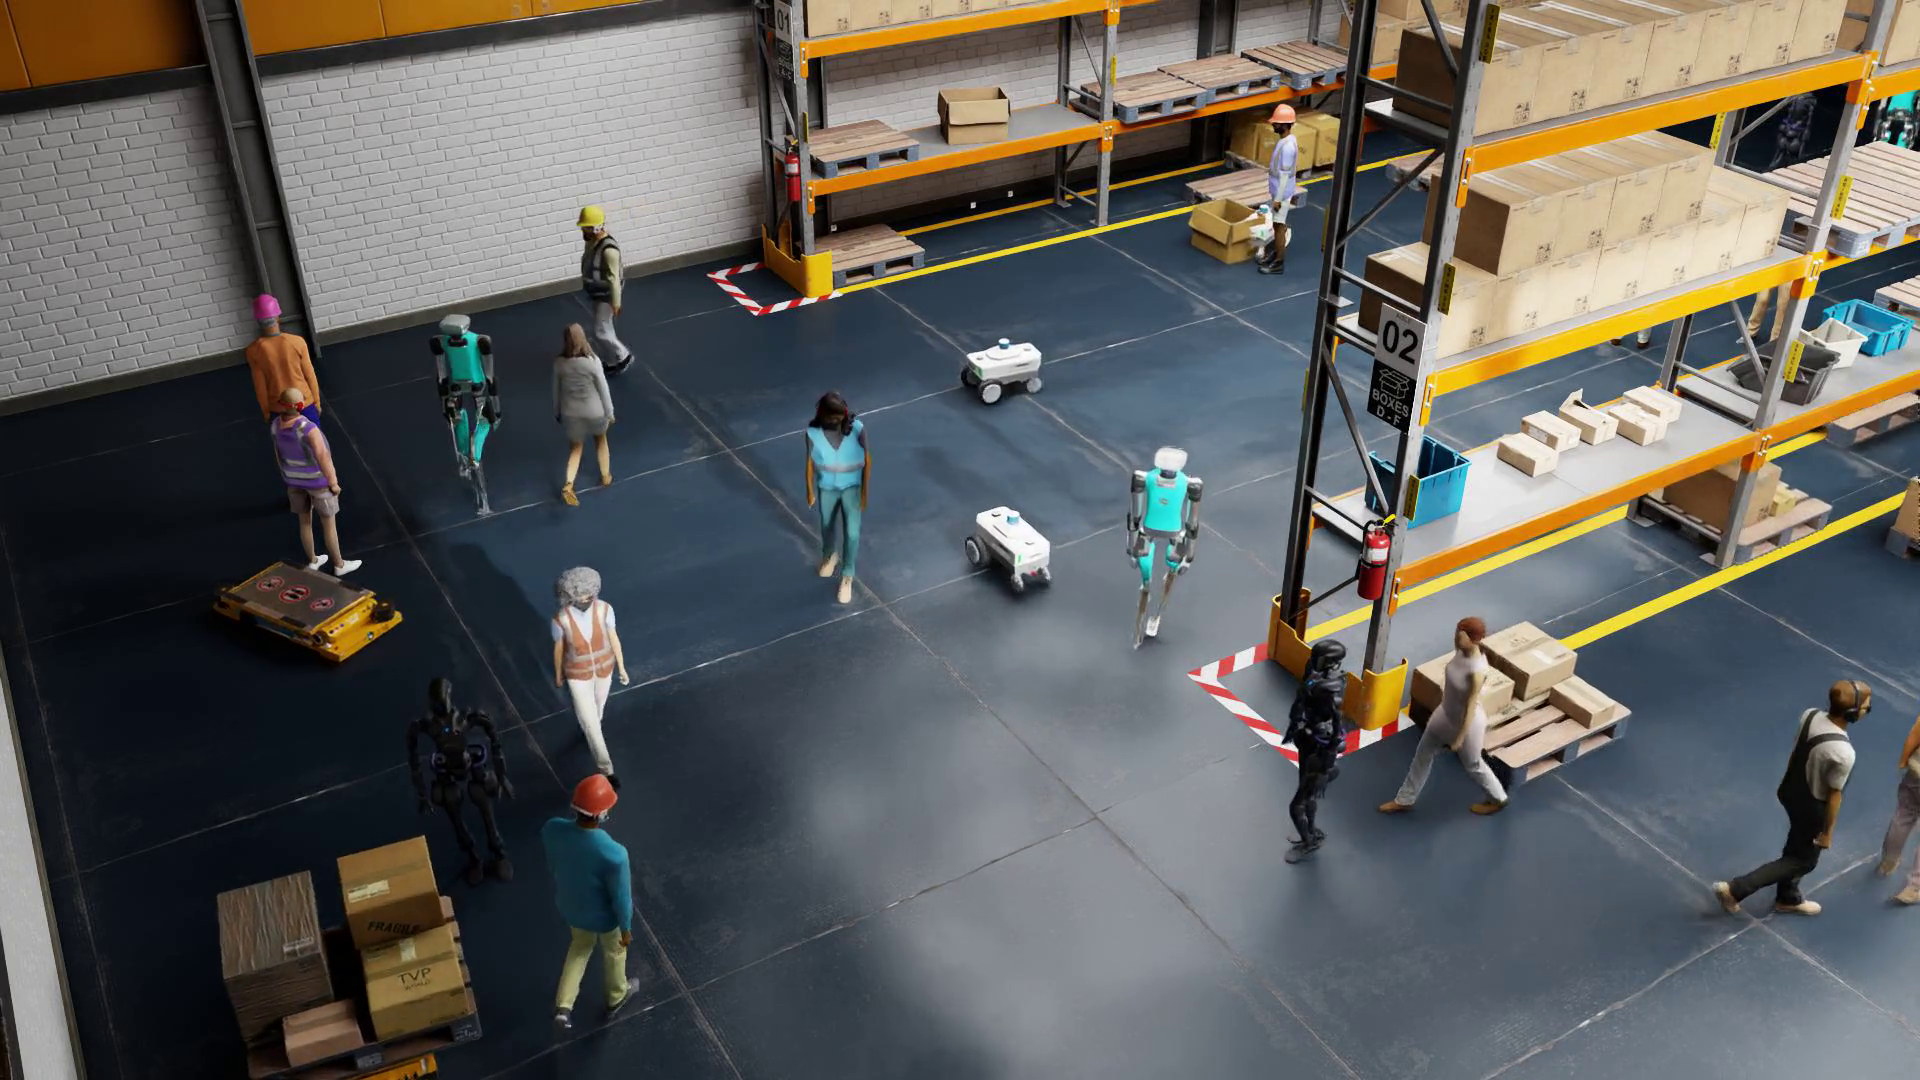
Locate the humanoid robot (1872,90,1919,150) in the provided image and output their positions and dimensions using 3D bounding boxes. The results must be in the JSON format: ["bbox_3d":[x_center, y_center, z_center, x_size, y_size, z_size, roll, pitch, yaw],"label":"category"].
[{"bbox_3d":[11.580,-4.955,20.642,0.569,1.806,0.831,14,35,21],"label":"humanoid robot"}]

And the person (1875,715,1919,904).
[{"bbox_3d":[6.081,1.477,10.322,0.414,1.782,0.486,-24,39,-33],"label":"person"}]

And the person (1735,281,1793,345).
[{"bbox_3d":[8.440,-2.768,17.100,0.342,1.749,0.571,-27,41,-36],"label":"person"}]

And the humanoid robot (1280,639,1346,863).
[{"bbox_3d":[2.261,1.324,10.646,0.401,1.646,0.599,-7,33,-11],"label":"humanoid robot"}]

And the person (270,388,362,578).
[{"bbox_3d":[-5.268,-0.462,13.477,0.492,1.693,0.349,9,33,15],"label":"person"}]

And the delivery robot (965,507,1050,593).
[{"bbox_3d":[0.429,0.028,13.752,0.499,0.576,0.768,-18,36,-26],"label":"delivery robot"}]

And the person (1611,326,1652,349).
[{"bbox_3d":[7.073,-2.861,17.137,0.551,1.877,0.411,13,34,19],"label":"person"}]

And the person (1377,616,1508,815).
[{"bbox_3d":[3.316,1.178,10.931,0.852,1.616,0.448,-4,32,-7],"label":"person"}]

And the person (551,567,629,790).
[{"bbox_3d":[-2.545,0.867,11.402,0.439,1.651,0.814,-18,36,-26],"label":"person"}]

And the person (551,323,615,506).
[{"bbox_3d":[-3.307,-1.087,14.531,0.530,1.628,0.722,0,32,0],"label":"person"}]

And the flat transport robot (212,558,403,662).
[{"bbox_3d":[-5.203,0.538,13.226,1.431,0.231,0.659,17,36,25],"label":"flat transport robot"}]

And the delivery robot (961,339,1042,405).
[{"bbox_3d":[0.417,-1.703,16.531,0.783,0.595,0.499,-13,34,-19],"label":"delivery robot"}]

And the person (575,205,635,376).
[{"bbox_3d":[-3.561,-2.458,16.546,0.441,1.815,0.610,-17,36,-25],"label":"person"}]

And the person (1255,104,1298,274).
[{"bbox_3d":[3.608,-3.976,18.869,0.376,1.933,0.542,3,32,5],"label":"person"}]

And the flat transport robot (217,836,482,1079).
[{"bbox_3d":[-3.425,2.812,9.599,0.659,0.231,1.431,-13,34,-20],"label":"flat transport robot"}]

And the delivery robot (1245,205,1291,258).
[{"bbox_3d":[3.570,-3.674,19.657,0.499,0.576,0.768,19,37,27],"label":"delivery robot"}]

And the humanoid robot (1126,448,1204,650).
[{"bbox_3d":[1.550,0.018,12.684,0.551,1.782,0.804,7,33,10],"label":"humanoid robot"}]

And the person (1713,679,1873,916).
[{"bbox_3d":[5.084,1.604,10.068,0.661,1.825,0.509,1,32,1],"label":"person"}]

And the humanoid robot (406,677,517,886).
[{"bbox_3d":[-3.095,1.500,10.376,0.608,1.650,0.376,-7,33,-11],"label":"humanoid robot"}]

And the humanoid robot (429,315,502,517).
[{"bbox_3d":[-4.275,-0.987,14.338,0.556,1.786,0.950,1,32,1],"label":"humanoid robot"}]

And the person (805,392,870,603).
[{"bbox_3d":[-0.970,-0.384,13.242,0.515,1.811,0.863,0,32,0],"label":"person"}]

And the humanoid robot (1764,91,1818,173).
[{"bbox_3d":[10.506,-5.080,20.901,0.762,1.627,0.586,-1,32,-2],"label":"humanoid robot"}]

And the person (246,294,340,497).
[{"bbox_3d":[-5.781,-1.178,14.358,0.504,1.978,0.389,-13,34,-20],"label":"person"}]

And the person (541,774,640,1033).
[{"bbox_3d":[-2.107,2.093,9.376,0.590,1.715,0.619,13,34,20],"label":"person"}]
